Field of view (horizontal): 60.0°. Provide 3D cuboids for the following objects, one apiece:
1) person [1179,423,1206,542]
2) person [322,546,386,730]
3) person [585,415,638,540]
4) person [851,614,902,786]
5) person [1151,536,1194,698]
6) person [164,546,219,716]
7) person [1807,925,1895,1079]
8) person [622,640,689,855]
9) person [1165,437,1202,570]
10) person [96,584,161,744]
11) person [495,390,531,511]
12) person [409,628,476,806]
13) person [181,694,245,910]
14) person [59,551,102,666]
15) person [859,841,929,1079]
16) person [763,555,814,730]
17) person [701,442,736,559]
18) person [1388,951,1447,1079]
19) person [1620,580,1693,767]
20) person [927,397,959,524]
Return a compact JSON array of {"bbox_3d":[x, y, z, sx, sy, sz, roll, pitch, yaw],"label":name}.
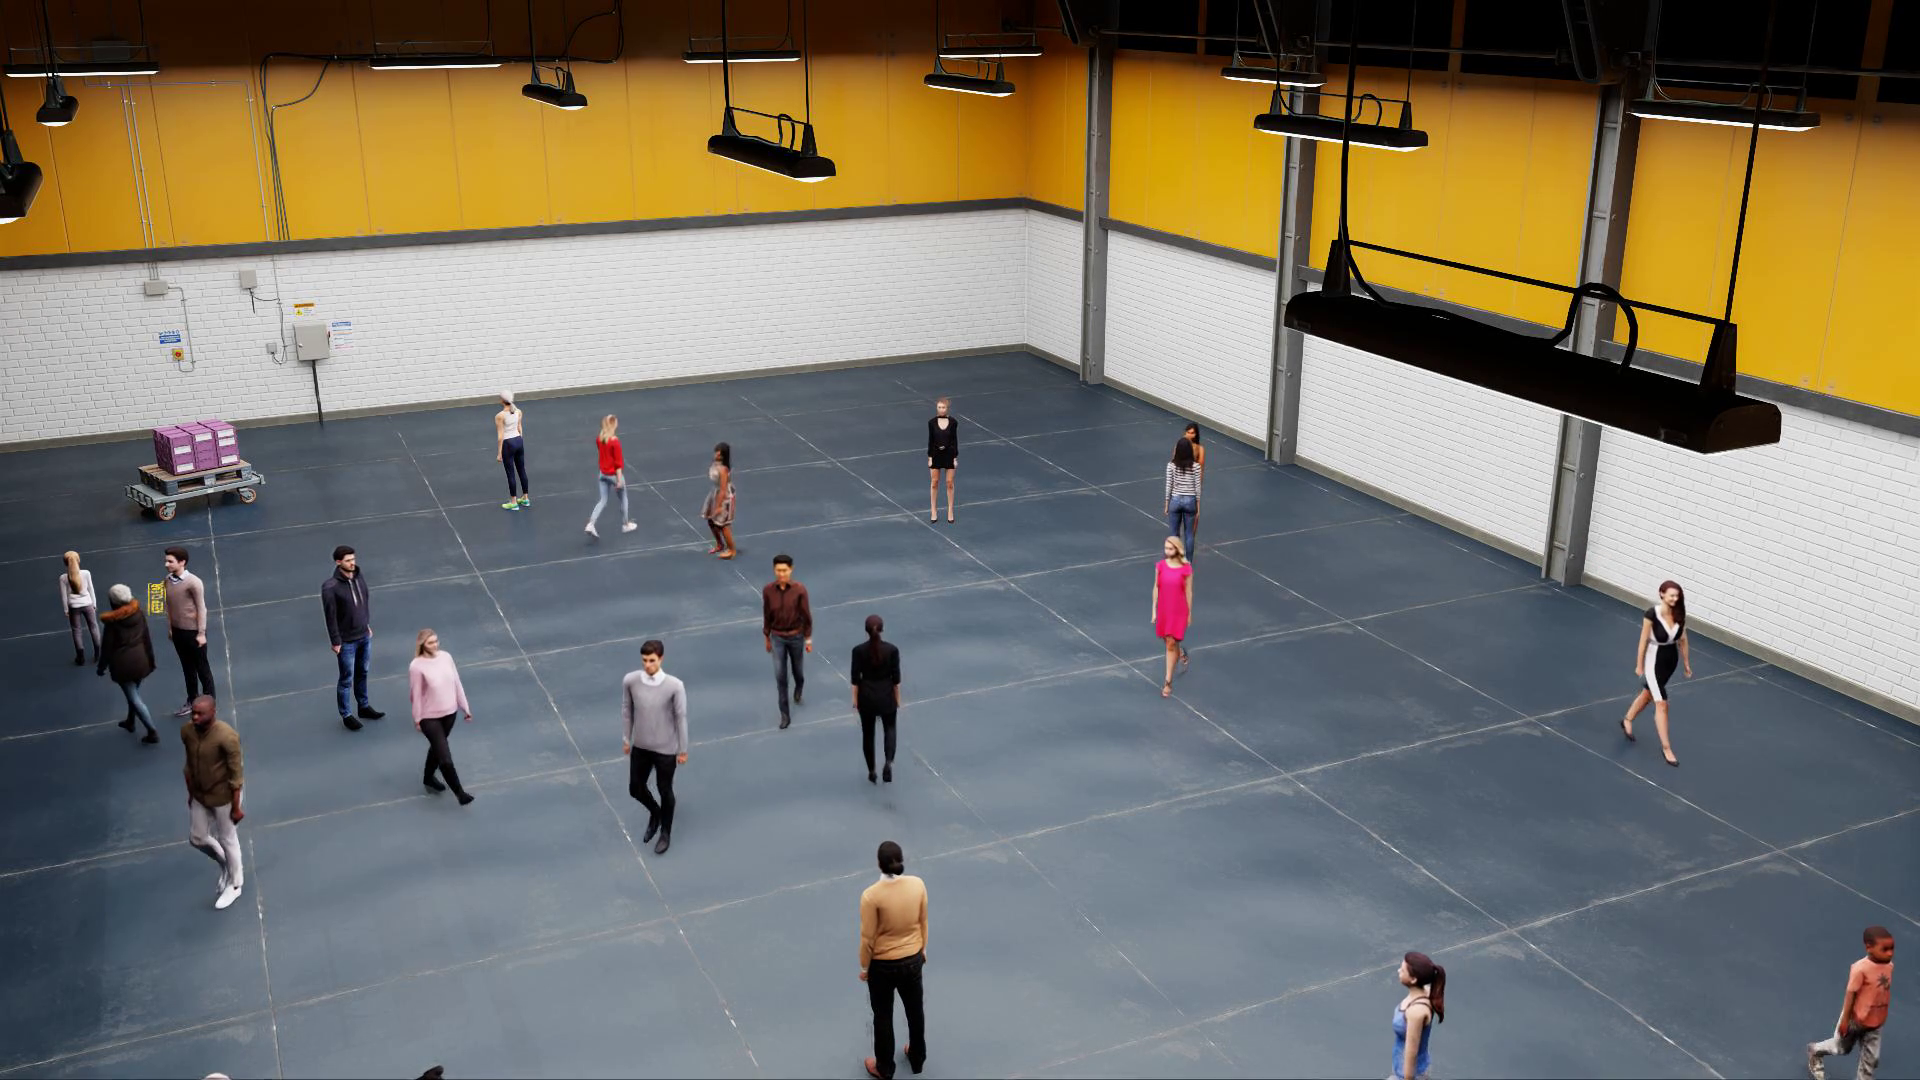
[{"bbox_3d":[2.993,-0.725,21.822,0.624,1.689,0.691,7,20,21],"label":"person"},{"bbox_3d":[-6.069,0.939,16.563,0.801,1.892,0.756,8,20,22],"label":"person"},{"bbox_3d":[-4.705,-0.817,22.116,1.101,1.677,1.046,11,22,30],"label":"person"},{"bbox_3d":[-0.761,1.511,15.243,0.751,1.650,0.844,-1,19,-4],"label":"person"},{"bbox_3d":[2.263,0.747,17.439,1.011,1.697,0.999,9,21,25],"label":"person"},{"bbox_3d":[-7.778,0.915,16.764,0.700,1.809,0.767,7,20,21],"label":"person"},{"bbox_3d":[5.934,3.115,11.029,0.631,1.300,0.919,-4,19,-10],"label":"person"},{"bbox_3d":[-2.575,1.713,14.236,0.912,1.911,0.945,4,19,12],"label":"person"},{"bbox_3d":[2.766,-0.401,20.693,0.650,1.795,0.675,3,19,10],"label":"person"},{"bbox_3d":[-8.034,1.229,16.147,1.027,1.607,0.938,8,20,23],"label":"person"},{"bbox_3d":[-6.311,-1.281,23.451,0.690,1.704,0.677,12,22,33],"label":"person"},{"bbox_3d":[-4.783,1.573,15.072,1.167,1.642,0.946,13,23,34],"label":"person"},{"bbox_3d":[-5.947,2.041,13.405,0.850,1.819,0.905,6,20,18],"label":"person"},{"bbox_3d":[-9.595,0.729,18.150,0.491,1.277,0.505,-10,21,-28],"label":"person"},{"bbox_3d":[-0.443,2.824,11.183,0.670,1.752,0.578,-10,21,-27],"label":"person"},{"bbox_3d":[-1.717,0.968,16.688,0.955,1.757,1.151,1,19,2],"label":"person"},{"bbox_3d":[-3.024,-0.504,21.321,0.733,1.590,0.587,-4,19,-13],"label":"person"},{"bbox_3d":[2.803,3.257,10.139,0.781,1.598,0.723,8,20,23],"label":"person"},{"bbox_3d":[6.658,1.216,15.963,0.679,1.751,1.133,-6,19,-17],"label":"person"},{"bbox_3d":[-0.231,-1.101,22.816,0.649,1.768,0.642,0,19,-1],"label":"person"}]
